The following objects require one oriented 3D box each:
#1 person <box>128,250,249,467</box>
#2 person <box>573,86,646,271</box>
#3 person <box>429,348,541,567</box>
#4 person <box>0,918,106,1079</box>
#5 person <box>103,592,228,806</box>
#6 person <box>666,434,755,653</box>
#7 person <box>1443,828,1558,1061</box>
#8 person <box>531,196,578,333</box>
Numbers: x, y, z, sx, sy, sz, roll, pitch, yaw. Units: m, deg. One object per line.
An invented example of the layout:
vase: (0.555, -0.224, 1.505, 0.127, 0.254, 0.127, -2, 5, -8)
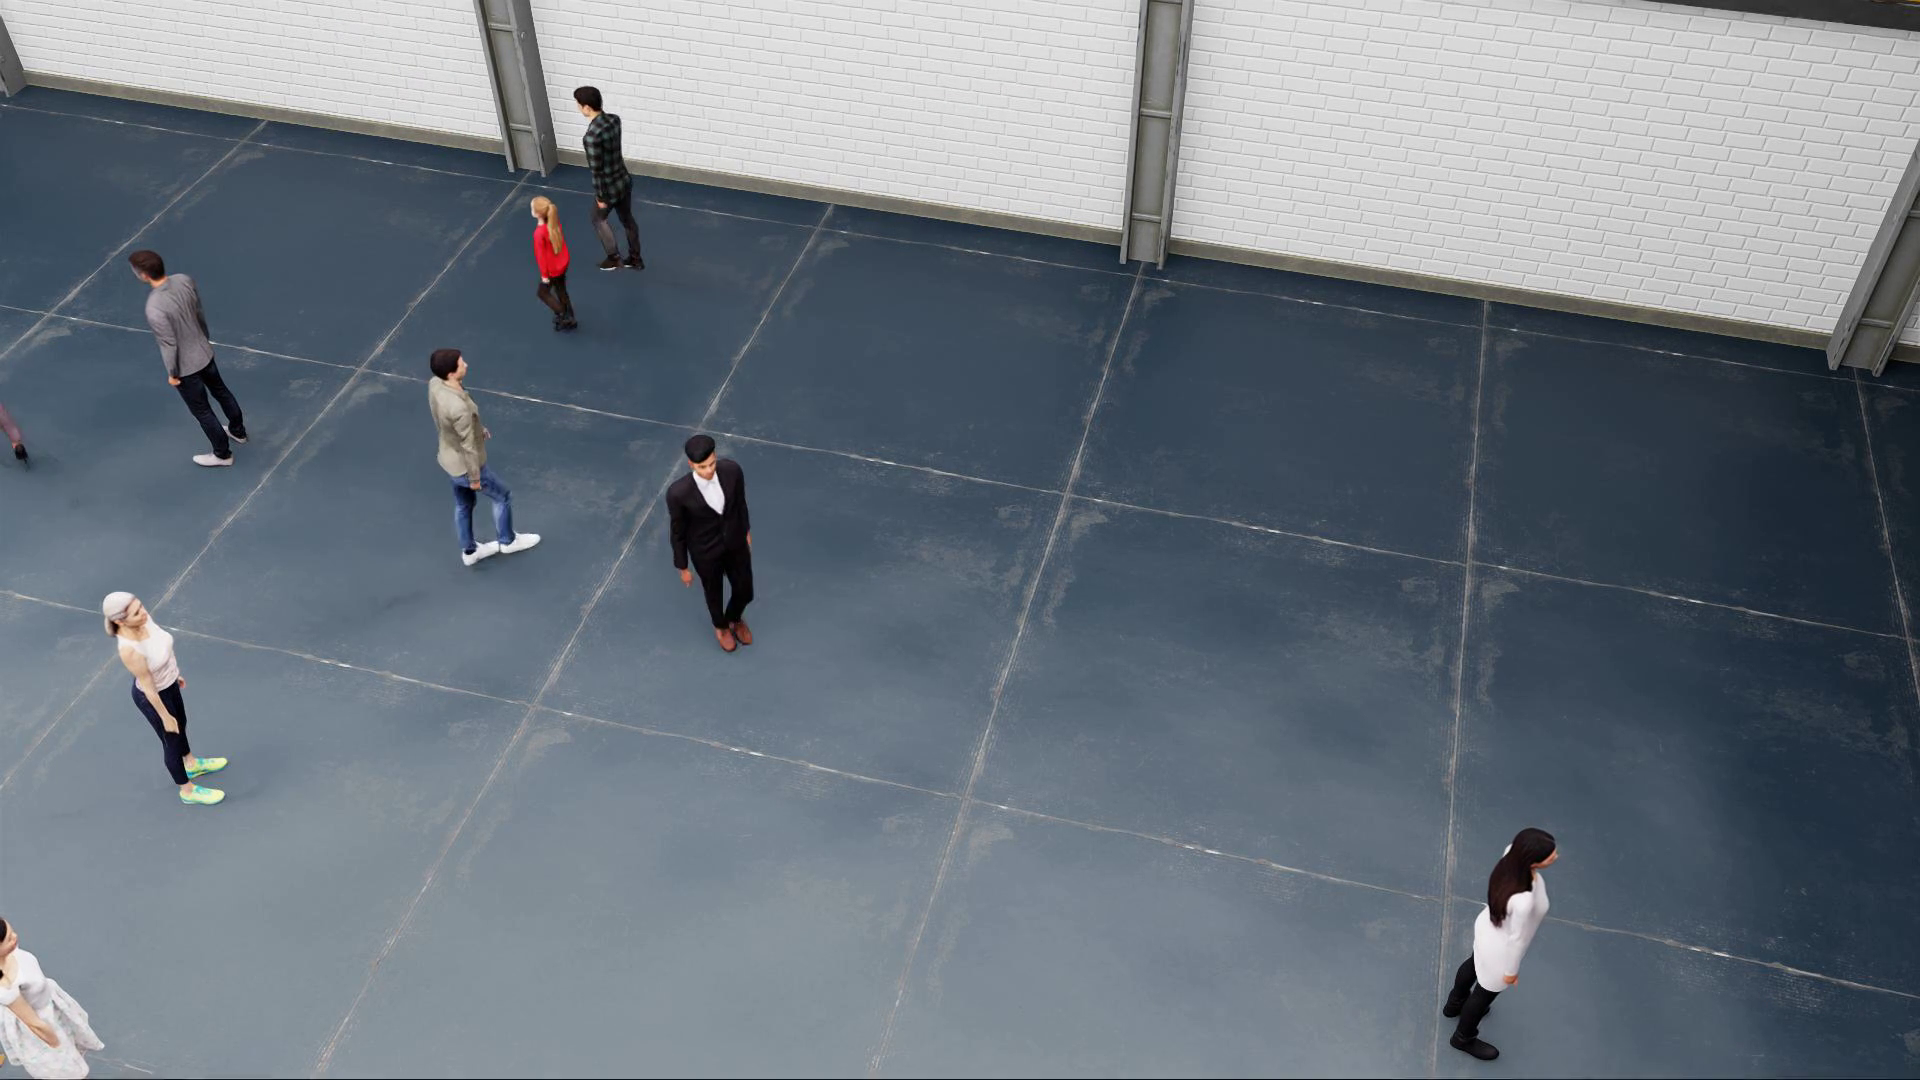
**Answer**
person: (-5.747, -1.369, 12.404, 0.613, 1.873, 0.693, 7, 44, 8)
person: (-2.861, -3.004, 13.997, 0.707, 1.696, 0.751, 14, 45, 14)
person: (-3.521, -0.524, 11.538, 0.966, 1.844, 0.909, -29, 51, -27)
person: (-4.645, 2.476, 8.438, 0.833, 1.777, 0.755, -29, 51, -27)
person: (-4.865, 0.936, 10.110, 0.695, 1.700, 0.689, -10, 45, -10)
person: (-1.648, -0.032, 11.003, 0.818, 1.869, 0.873, -22, 48, -22)
person: (2.844, 2.109, 8.800, 0.583, 1.809, 0.638, 4, 44, 4)
person: (-3.327, -2.259, 13.773, 0.518, 1.274, 0.511, 13, 45, 14)
